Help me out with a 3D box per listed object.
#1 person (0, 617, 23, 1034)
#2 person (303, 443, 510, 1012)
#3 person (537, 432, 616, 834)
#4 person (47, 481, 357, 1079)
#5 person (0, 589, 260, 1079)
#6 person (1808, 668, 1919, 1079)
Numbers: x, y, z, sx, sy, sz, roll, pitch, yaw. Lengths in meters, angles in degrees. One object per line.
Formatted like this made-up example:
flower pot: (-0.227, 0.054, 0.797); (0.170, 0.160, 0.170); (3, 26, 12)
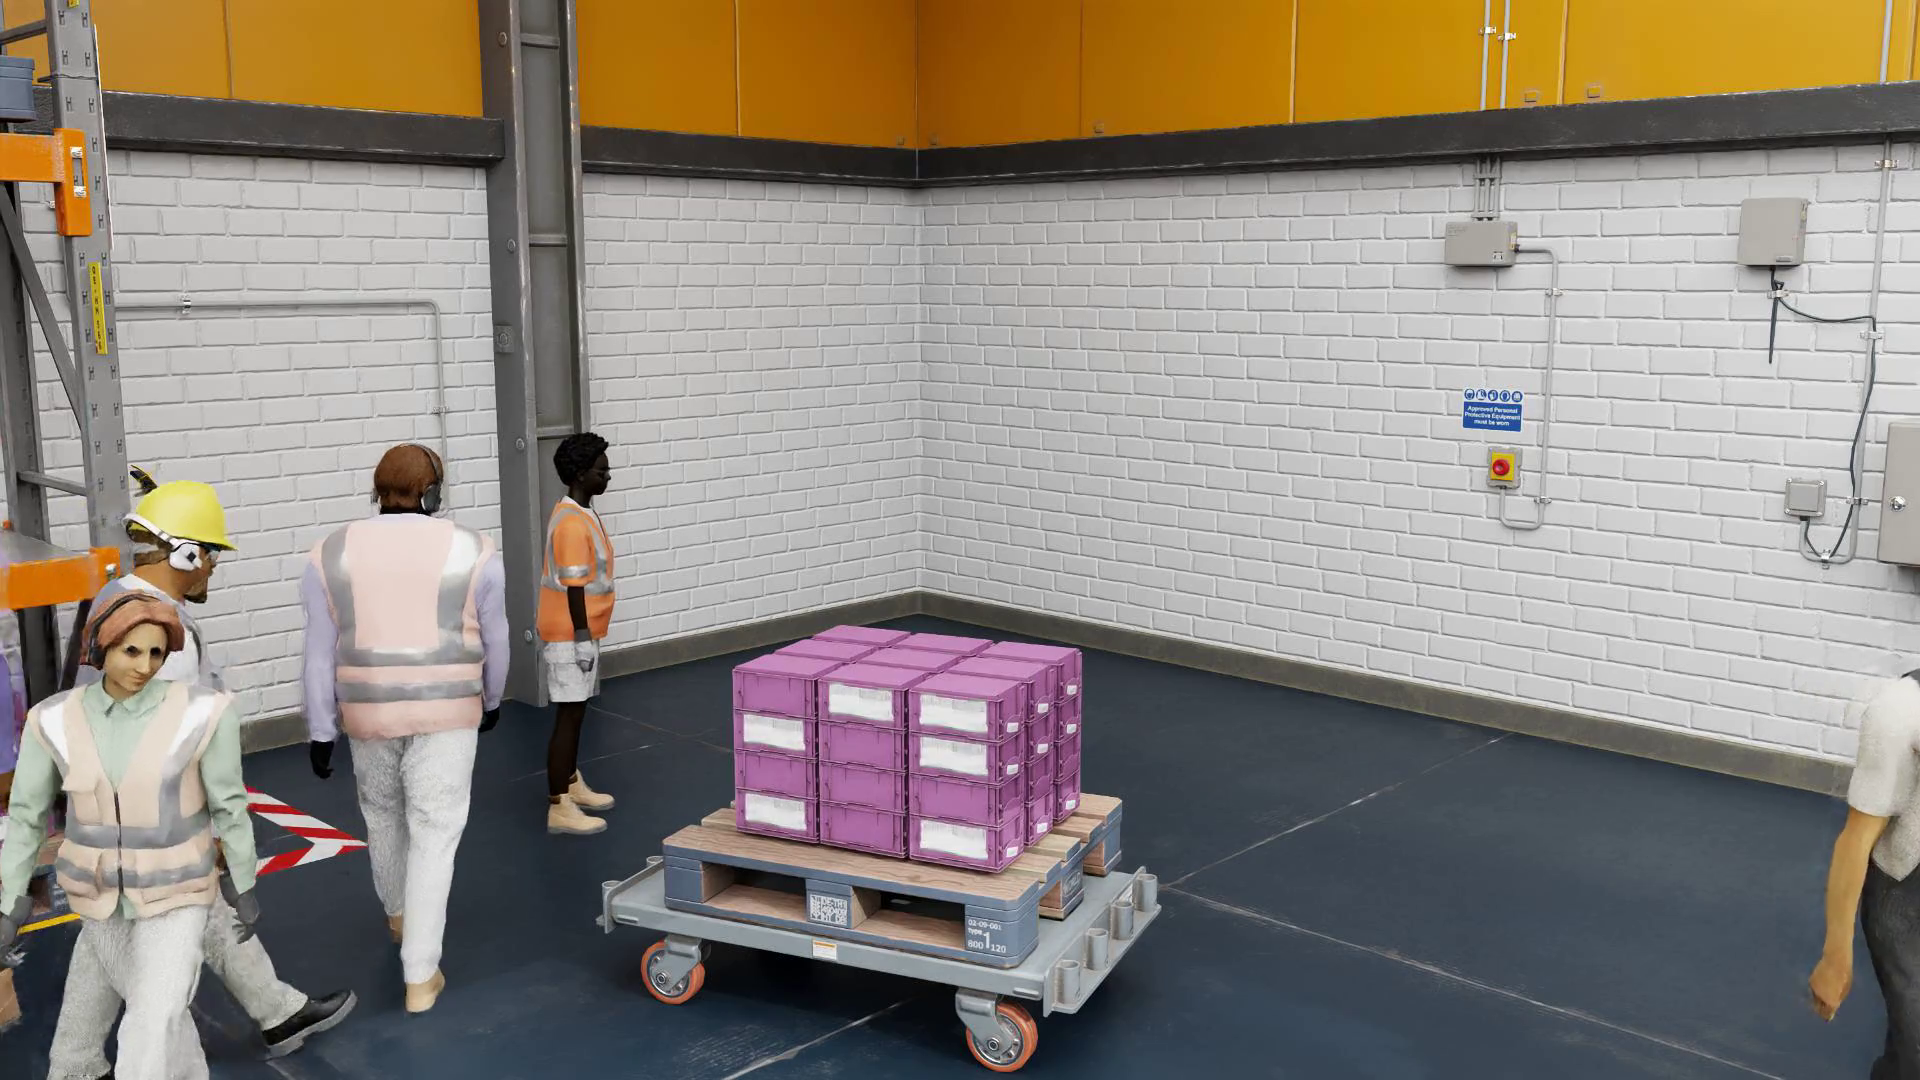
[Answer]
person: (-3.089, 0.607, 4.698); (0.617, 2.007, 0.918); (4, 10, 22)
person: (-1.813, 0.571, 5.571); (0.631, 1.792, 0.915); (-1, 9, -5)
person: (-1.617, 0.385, 7.042); (0.323, 1.691, 0.535); (-1, 9, -6)
person: (-2.219, 0.719, 4.738); (0.905, 1.763, 0.602); (-6, 11, -32)
person: (-2.077, 0.906, 4.159); (0.569, 1.577, 0.898); (-1, 9, -4)
person: (2.160, 0.909, 3.448); (0.502, 1.806, 0.885); (-3, 10, -18)
